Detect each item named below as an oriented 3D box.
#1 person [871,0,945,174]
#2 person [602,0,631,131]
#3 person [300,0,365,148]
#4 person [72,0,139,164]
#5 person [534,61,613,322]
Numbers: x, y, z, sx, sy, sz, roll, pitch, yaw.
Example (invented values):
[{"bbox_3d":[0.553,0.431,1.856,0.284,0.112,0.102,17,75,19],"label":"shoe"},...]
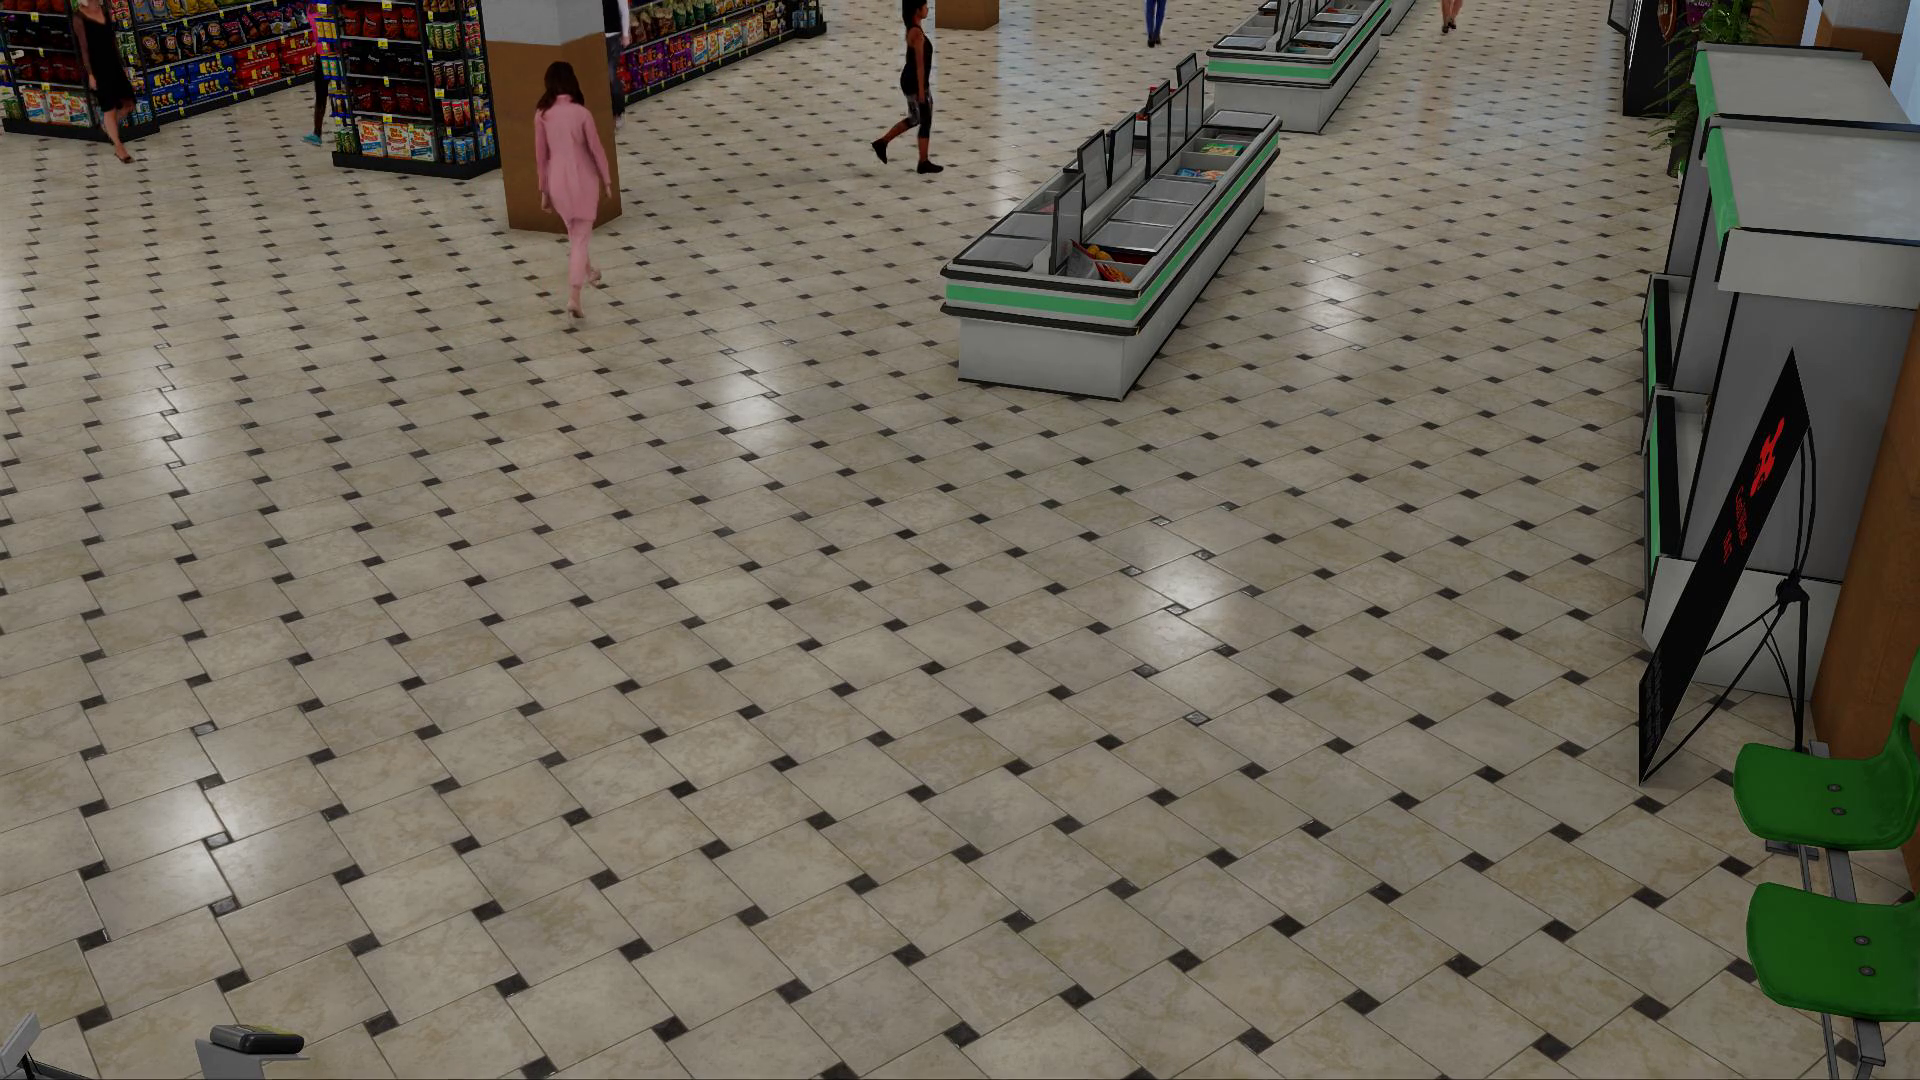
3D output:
[{"bbox_3d":[-0.482,-4.202,15.366,0.925,1.651,0.942,-5,27,-10],"label":"person"},{"bbox_3d":[-3.610,-5.116,16.997,0.713,1.805,0.664,6,28,12],"label":"person"},{"bbox_3d":[-6.113,-4.750,16.423,0.599,1.672,1.083,10,29,20],"label":"person"},{"bbox_3d":[-8.166,-4.458,15.776,0.684,1.737,0.695,12,29,22],"label":"person"},{"bbox_3d":[-2.739,-2.397,11.697,0.810,1.750,1.203,3,27,6],"label":"person"}]
